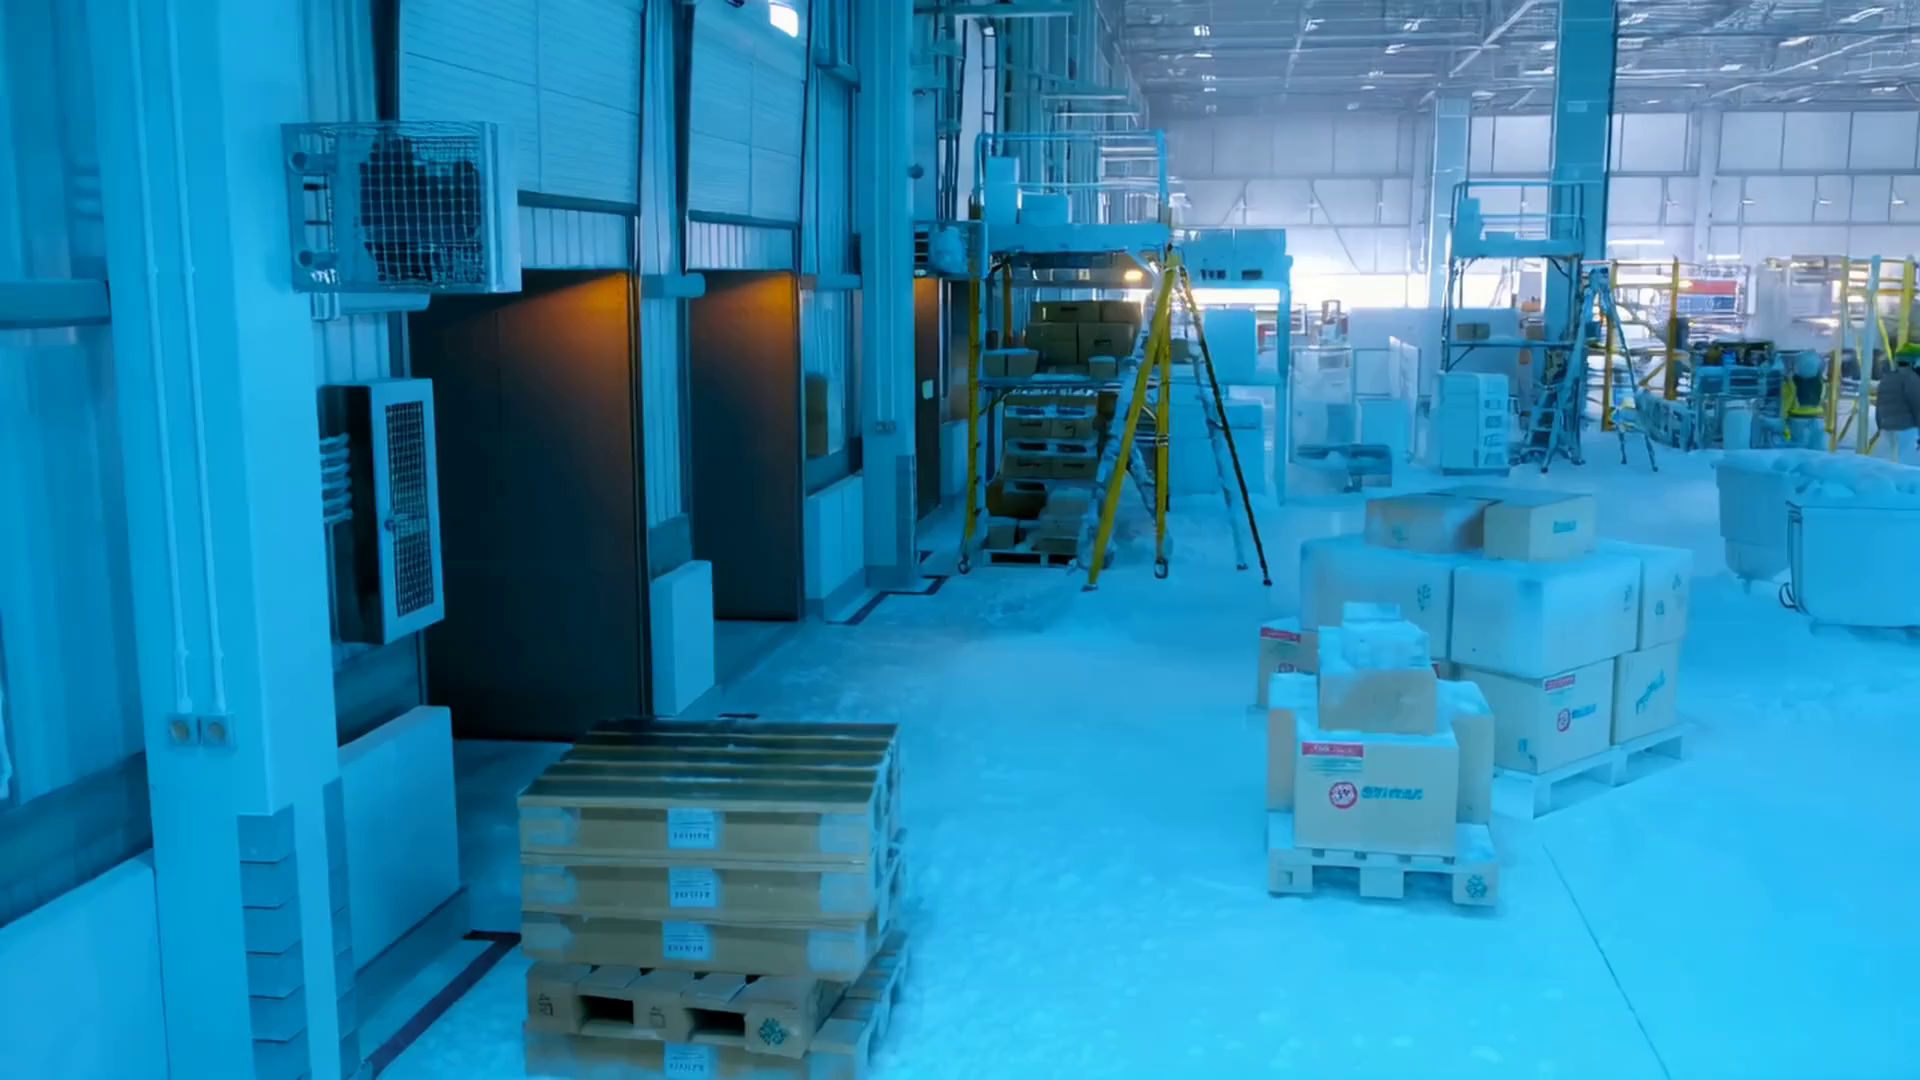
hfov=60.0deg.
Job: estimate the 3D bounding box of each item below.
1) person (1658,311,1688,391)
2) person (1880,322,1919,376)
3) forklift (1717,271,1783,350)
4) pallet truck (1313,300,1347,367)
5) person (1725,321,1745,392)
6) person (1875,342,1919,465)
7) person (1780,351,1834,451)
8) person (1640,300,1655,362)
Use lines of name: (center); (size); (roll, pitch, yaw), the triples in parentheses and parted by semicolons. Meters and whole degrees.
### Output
person: (16.687, -4.401, 38.910); (0.729, 1.907, 0.456); (0, 9, -2)
person: (17.112, -3.019, 30.302); (0.627, 1.934, 0.372); (5, 10, 28)
forklift: (18.658, -4.833, 38.573); (1.873, 2.768, 1.129); (1, 9, 8)
pallet truck: (11.159, -6.200, 49.718); (0.823, 1.965, 1.885); (4, 10, 26)
person: (17.671, -4.156, 38.029); (0.497, 1.702, 0.889); (-2, 9, -11)
person: (11.223, -1.352, 19.824); (0.391, 1.995, 0.613); (-4, 10, -25)
person: (10.501, -1.425, 20.701); (0.627, 1.868, 0.717); (2, 9, 11)
person: (21.480, -6.529, 51.934); (0.356, 1.937, 0.552); (5, 11, 30)
